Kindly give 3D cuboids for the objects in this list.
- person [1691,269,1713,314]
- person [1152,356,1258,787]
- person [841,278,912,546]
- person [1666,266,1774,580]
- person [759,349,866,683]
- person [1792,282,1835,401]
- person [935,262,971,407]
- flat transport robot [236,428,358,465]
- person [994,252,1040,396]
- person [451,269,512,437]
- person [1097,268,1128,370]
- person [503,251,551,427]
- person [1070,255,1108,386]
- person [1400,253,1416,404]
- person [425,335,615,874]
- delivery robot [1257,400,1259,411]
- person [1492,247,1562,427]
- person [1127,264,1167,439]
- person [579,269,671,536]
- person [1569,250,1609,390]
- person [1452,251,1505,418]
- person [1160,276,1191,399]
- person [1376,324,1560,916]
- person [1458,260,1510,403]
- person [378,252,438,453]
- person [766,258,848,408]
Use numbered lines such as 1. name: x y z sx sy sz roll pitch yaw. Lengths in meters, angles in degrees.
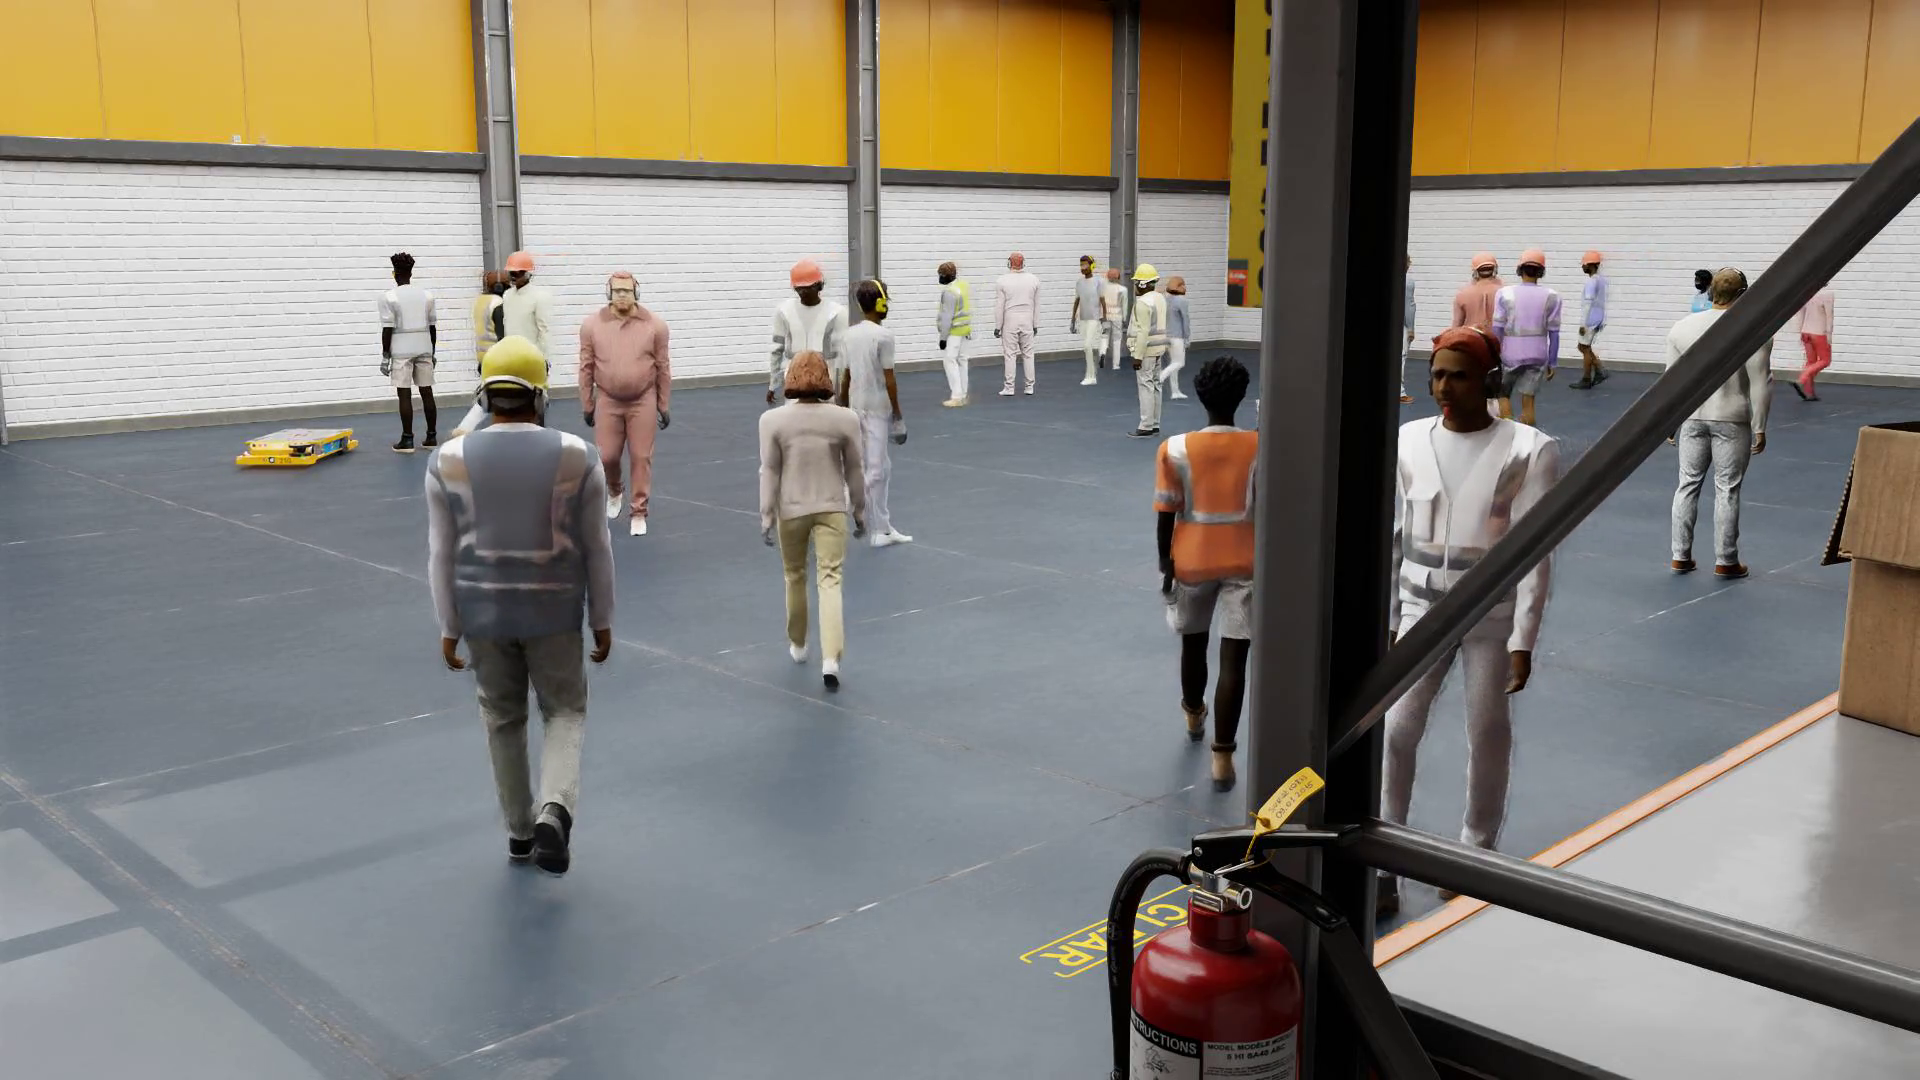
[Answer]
1. person: 9.917 -2.770 22.249 0.477 1.681 0.534 -1 10 -7
2. person: 1.057 0.094 6.681 0.542 1.654 0.866 3 11 14
3. person: -0.658 -0.831 11.204 0.805 1.851 0.503 -8 13 -36
4. person: 4.709 -0.723 10.363 0.636 1.938 0.355 10 14 43
5. person: -0.707 -0.125 8.049 0.517 1.594 0.849 -2 11 -8
6. person: 10.931 -2.643 21.316 0.477 1.753 0.530 -3 11 -15
7. person: -0.079 -2.578 20.879 0.433 1.811 0.755 3 11 15
8. flat transport robot: -6.312 -0.901 15.886 0.652 0.197 1.431 0 10 -2
9. person: 0.747 -2.871 22.166 0.640 1.910 0.401 -4 11 -19
10. person: -4.691 -1.798 16.614 0.903 1.810 0.624 -7 13 -35
11. person: 2.388 -3.479 26.246 0.524 1.620 0.550 3 11 15
12. person: -4.193 -1.777 15.996 0.650 1.977 0.432 7 13 34
13. person: 1.784 -3.104 23.593 0.572 1.845 0.622 10 14 42
14. person: 5.560 -2.701 21.149 0.365 1.939 0.636 -5 12 -26
15. person: -1.440 0.239 5.481 0.592 1.813 0.600 -2 11 -9
16. delivery robot: 3.468 -1.355 17.331 0.707 0.478 0.477 0 10 -1
17. person: 5.242 -1.705 15.490 0.634 2.019 0.430 1 10 8
18. person: 1.957 -1.985 17.532 0.404 1.835 0.589 5 12 27
19. person: -2.400 -0.995 11.972 0.649 1.895 0.567 -1 10 -8
20. person: 8.702 -3.032 22.992 0.409 1.925 0.574 7 13 34
21. person: 5.184 -1.859 16.464 0.632 1.969 0.478 3 11 18
22. person: 2.733 -2.618 21.582 0.603 1.613 0.506 -6 12 -29
23. person: 1.502 0.281 5.139 0.580 1.854 0.836 8 13 36
24. person: 6.443 -2.556 20.515 0.673 1.886 0.545 2 11 13
25. person: -5.433 -1.845 16.405 0.372 1.966 0.603 10 14 43
26. person: -1.202 -1.273 13.300 0.675 1.973 1.053 1 10 4
